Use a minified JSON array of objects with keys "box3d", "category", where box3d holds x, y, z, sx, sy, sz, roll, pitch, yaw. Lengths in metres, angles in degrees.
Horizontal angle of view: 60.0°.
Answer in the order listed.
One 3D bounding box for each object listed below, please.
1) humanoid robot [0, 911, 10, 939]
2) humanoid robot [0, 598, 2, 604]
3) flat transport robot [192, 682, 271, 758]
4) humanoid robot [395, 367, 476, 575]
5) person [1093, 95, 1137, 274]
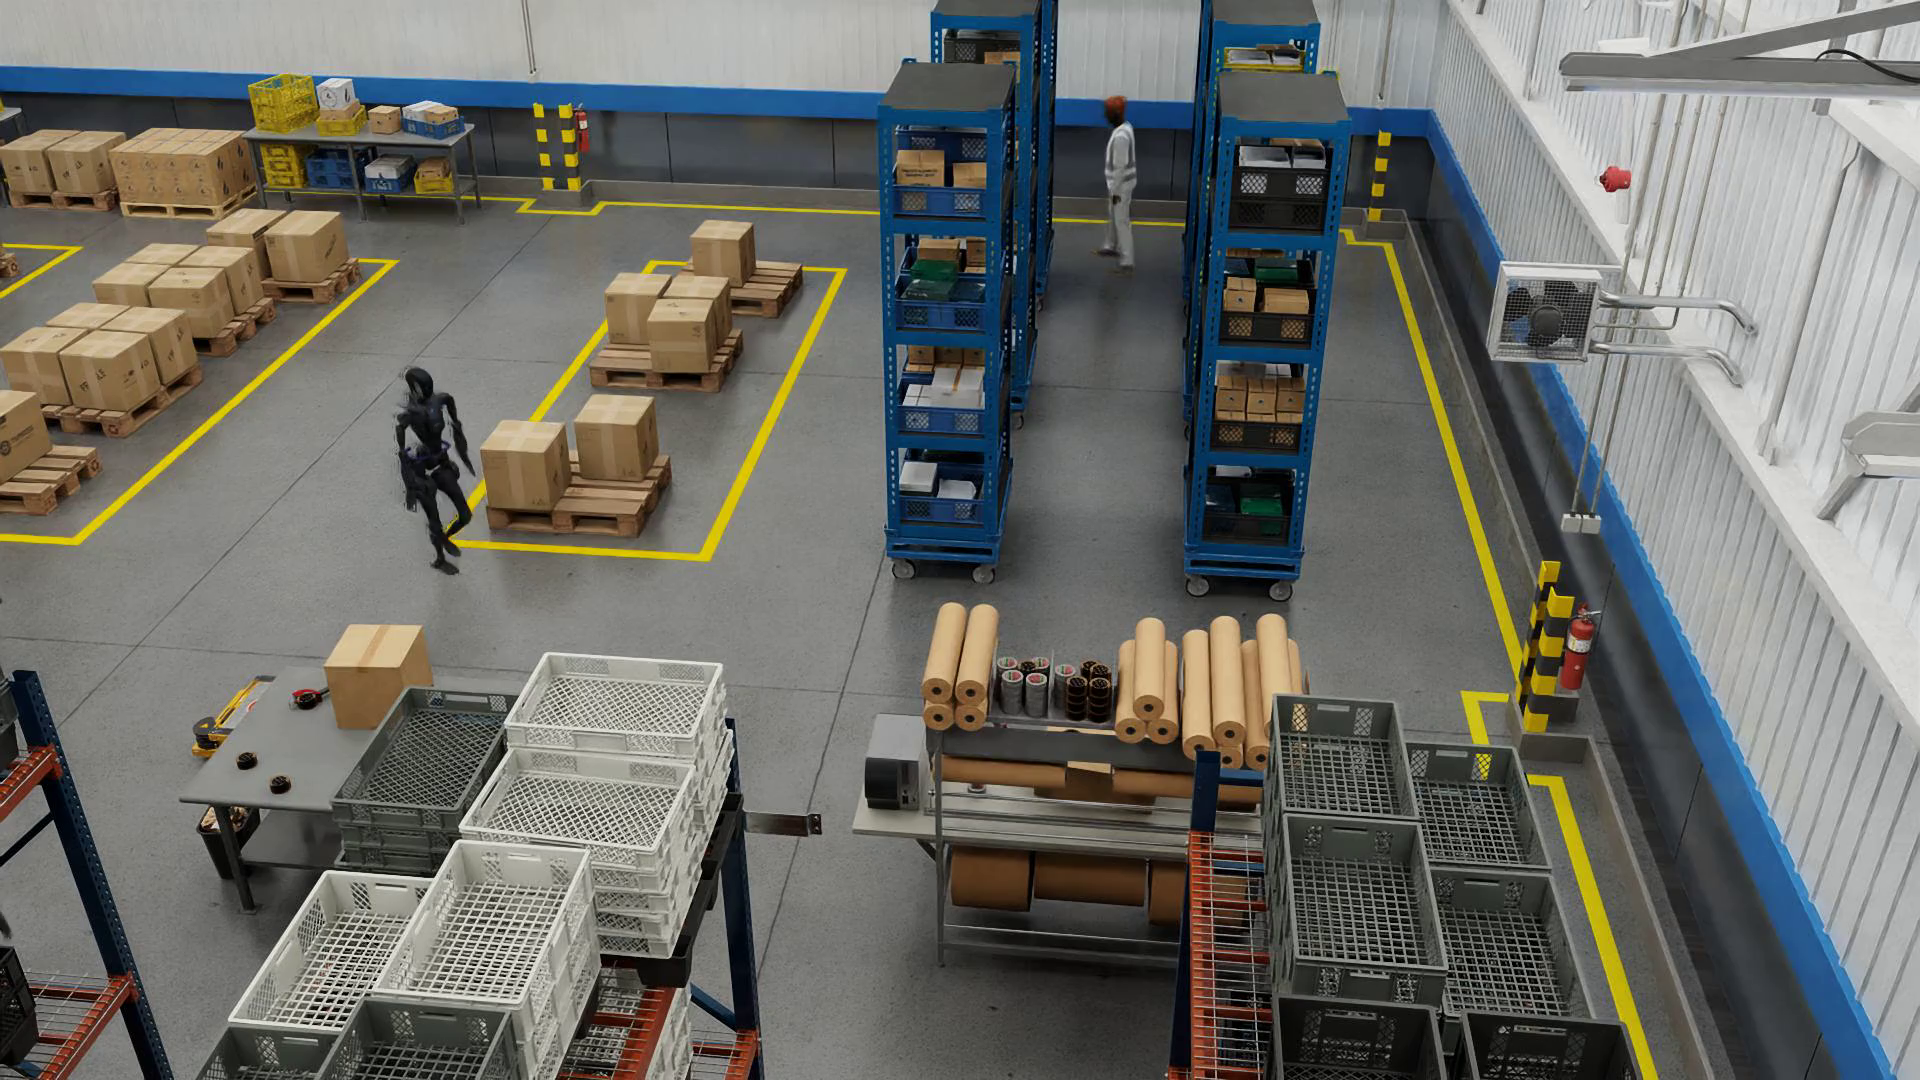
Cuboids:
[{"box3d":[-5.025,1.820,8.164,0.640,1.647,0.360,-2,30,-4],"category":"humanoid robot"},{"box3d":[-7.206,-0.235,11.666,0.611,1.654,0.320,3,30,5],"category":"humanoid robot"},{"box3d":[-4.089,1.163,10.648,1.431,0.197,0.652,3,30,6],"category":"flat transport robot"},{"box3d":[-3.830,-0.518,12.158,0.337,1.642,0.626,19,35,30],"category":"humanoid robot"},{"box3d":[1.665,-3.766,17.552,0.391,1.876,0.593,2,30,4],"category":"person"}]
